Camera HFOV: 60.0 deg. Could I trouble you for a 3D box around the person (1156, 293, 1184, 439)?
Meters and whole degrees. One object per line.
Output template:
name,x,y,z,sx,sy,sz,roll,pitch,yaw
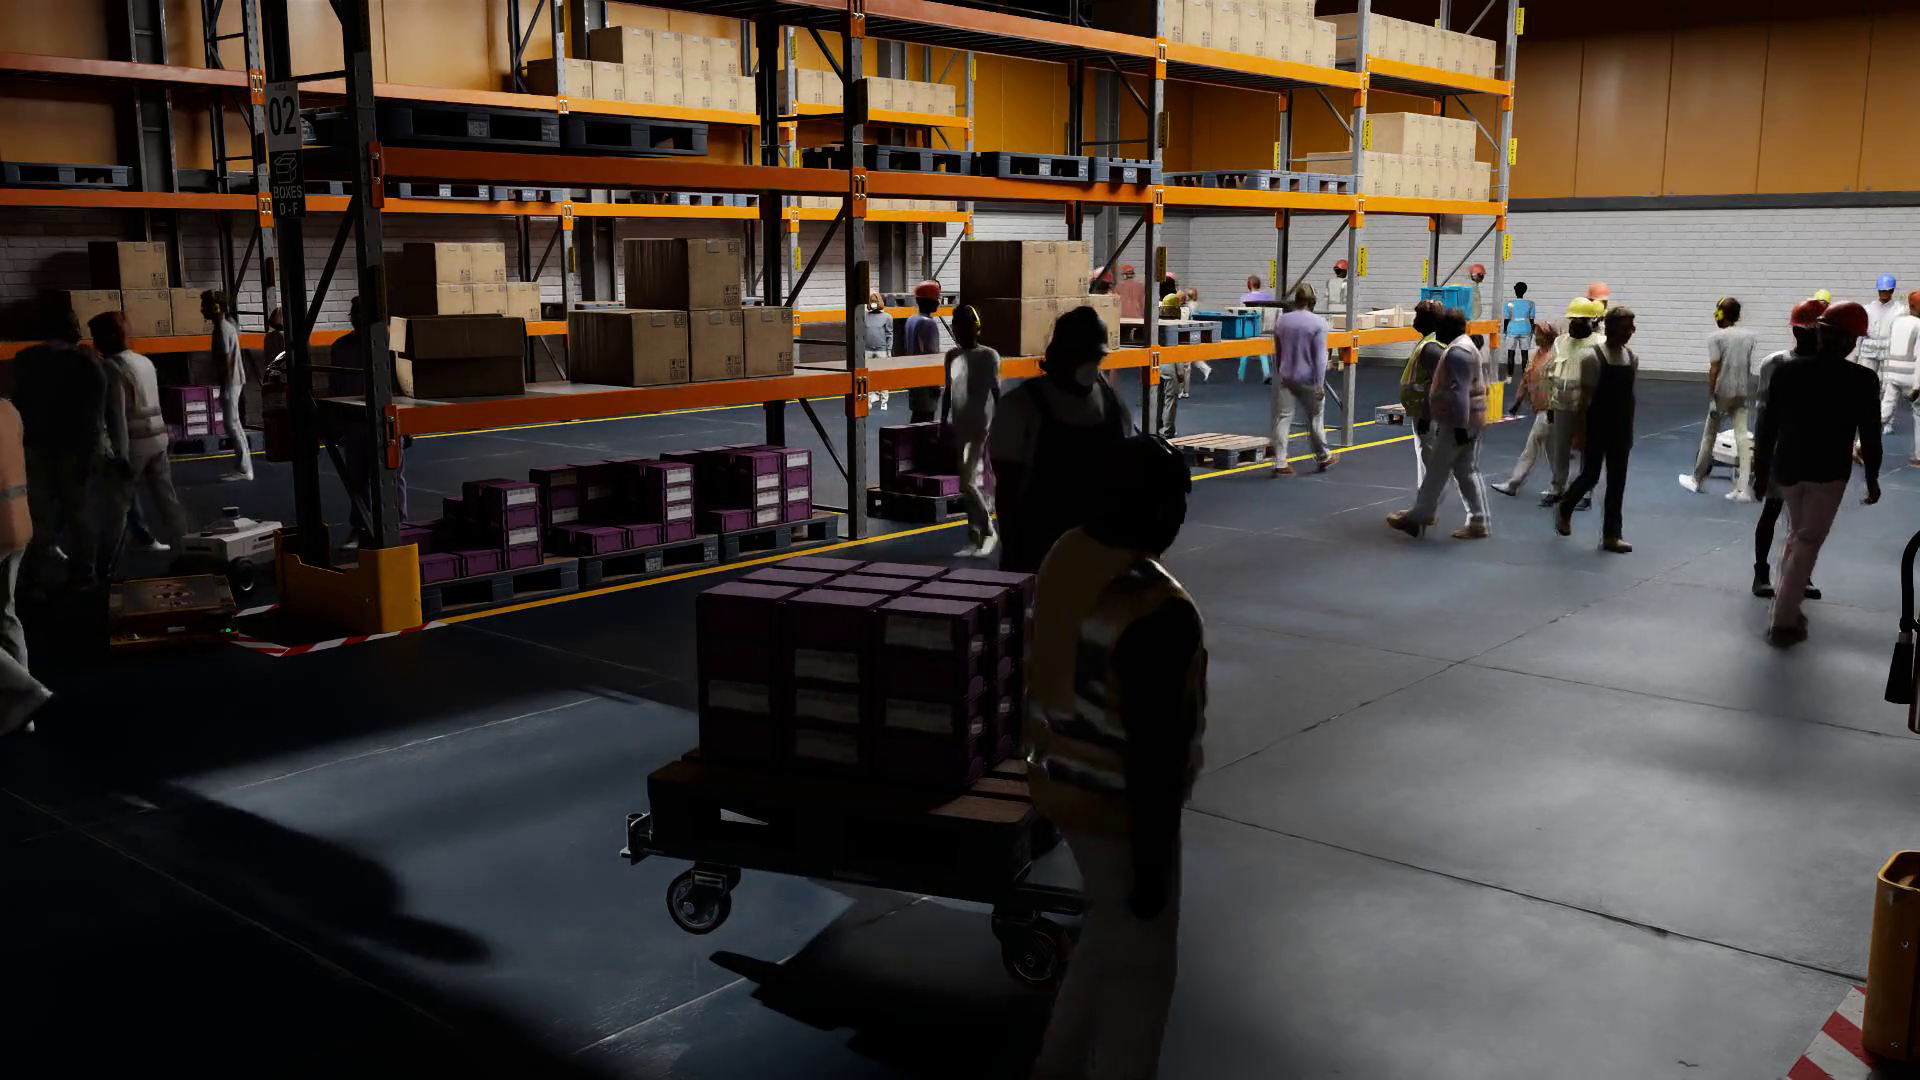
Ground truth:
person,2.395,-1.947,19.062,0.322,1.739,0.486,-8,13,-40

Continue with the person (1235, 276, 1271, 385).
person,4.922,-3.489,27.663,0.578,1.808,0.940,-3,10,-16

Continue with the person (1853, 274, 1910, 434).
person,11.199,-2.258,20.253,0.606,1.938,0.409,8,13,39

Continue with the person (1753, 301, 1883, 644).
person,4.943,-0.387,9.555,0.778,1.948,0.623,-6,12,-32

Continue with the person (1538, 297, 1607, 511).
person,5.326,-1.171,14.362,0.404,1.834,0.591,-8,13,-38

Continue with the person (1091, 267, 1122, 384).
person,1.720,-2.328,20.412,0.632,2.018,0.639,5,11,27

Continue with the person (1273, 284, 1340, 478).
person,3.429,-1.578,16.511,0.659,1.889,0.989,9,14,42

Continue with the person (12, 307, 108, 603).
person,-5.763,-0.536,10.611,0.683,1.888,0.815,0,10,0

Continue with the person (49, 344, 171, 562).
person,-6.283,-0.638,12.060,0.489,1.578,0.862,6,12,32

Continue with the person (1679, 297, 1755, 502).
person,6.921,-1.277,15.048,0.492,1.801,0.944,-2,10,-9

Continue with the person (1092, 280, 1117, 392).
person,1.901,-2.787,23.409,0.760,1.879,0.681,-5,11,-27

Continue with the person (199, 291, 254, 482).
person,-7.106,-1.480,16.118,0.382,1.849,0.524,-4,11,-23

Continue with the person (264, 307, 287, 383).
person,-7.281,-1.690,17.916,0.496,1.629,0.277,6,12,32

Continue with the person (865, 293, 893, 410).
person,-1.180,-2.627,23.215,0.501,1.636,0.280,2,10,14

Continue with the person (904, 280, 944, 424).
person,-0.332,-1.612,16.582,0.373,1.934,0.551,-6,11,-30

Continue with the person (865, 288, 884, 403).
person,-1.411,-2.957,24.329,0.401,1.906,0.649,-10,14,-44

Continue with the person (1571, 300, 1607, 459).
person,6.756,-1.722,17.874,0.568,1.699,0.912,7,12,36

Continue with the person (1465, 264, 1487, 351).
person,9.038,-3.854,29.223,0.514,1.974,0.650,4,11,23

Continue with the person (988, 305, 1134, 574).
person,0.455,-0.051,7.395,0.689,2.000,0.734,-4,11,-21

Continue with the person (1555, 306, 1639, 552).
person,4.826,-0.842,12.504,0.534,1.830,0.686,-3,10,-16

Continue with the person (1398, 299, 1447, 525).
person,3.806,-1.042,13.610,0.429,1.844,0.625,2,10,13

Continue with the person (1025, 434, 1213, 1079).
person,0.405,0.648,4.057,0.461,1.816,0.631,-3,11,-19

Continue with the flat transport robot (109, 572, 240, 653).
flat transport robot,-4.666,0.404,9.841,0.652,0.197,1.431,-5,11,-26

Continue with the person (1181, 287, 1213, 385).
person,3.831,-3.357,27.412,0.636,1.622,0.537,1,10,6

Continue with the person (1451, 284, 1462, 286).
person,6.744,-2.622,22.823,0.331,1.765,0.533,2,10,11

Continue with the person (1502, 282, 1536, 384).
person,9.265,-3.427,27.600,0.532,1.696,0.319,0,10,3

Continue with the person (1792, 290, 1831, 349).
person,10.098,-2.062,19.630,0.535,1.767,0.316,4,11,24

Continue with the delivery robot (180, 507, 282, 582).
delivery robot,-4.773,0.026,10.923,0.477,0.478,0.707,2,10,12

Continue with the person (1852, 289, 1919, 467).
person,9.645,-1.645,17.051,0.944,1.851,0.584,-2,10,-13

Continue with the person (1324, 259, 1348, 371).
person,6.971,-4.124,30.579,0.397,2.043,0.609,-8,13,-39

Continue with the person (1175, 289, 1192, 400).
person,3.268,-2.918,24.855,0.313,1.642,0.513,9,14,42

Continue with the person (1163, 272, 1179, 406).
person,2.923,-2.857,23.733,0.473,1.911,0.573,-3,10,-17

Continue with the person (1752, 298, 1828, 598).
person,5.408,-0.583,10.718,0.553,1.935,0.362,0,10,2

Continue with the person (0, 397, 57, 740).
person,-4.433,-0.008,7.548,0.432,1.903,0.608,0,10,-2

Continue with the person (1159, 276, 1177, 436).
person,2.438,-2.224,20.120,0.392,1.920,0.589,1,10,4

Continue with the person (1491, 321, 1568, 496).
person,5.191,-1.173,15.052,0.860,1.596,0.524,-1,10,-6

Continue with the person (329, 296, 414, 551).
person,-4.382,-0.860,12.383,0.643,1.910,0.400,1,10,7

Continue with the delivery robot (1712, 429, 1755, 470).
delivery robot,7.581,-0.903,16.211,0.477,0.478,0.707,0,10,-1

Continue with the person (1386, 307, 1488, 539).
person,3.773,-0.899,12.953,0.819,1.798,0.708,3,10,18

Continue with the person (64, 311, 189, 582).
person,-5.571,-0.597,11.101,0.960,1.825,0.586,1,10,7

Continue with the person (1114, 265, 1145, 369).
person,3.101,-4.187,31.261,0.792,1.948,0.561,0,10,1

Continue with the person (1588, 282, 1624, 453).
person,7.116,-1.956,18.689,0.553,1.896,0.979,-1,10,-5

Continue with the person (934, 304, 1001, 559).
person,0.060,-0.774,12.048,0.431,1.855,0.501,-9,13,-41
